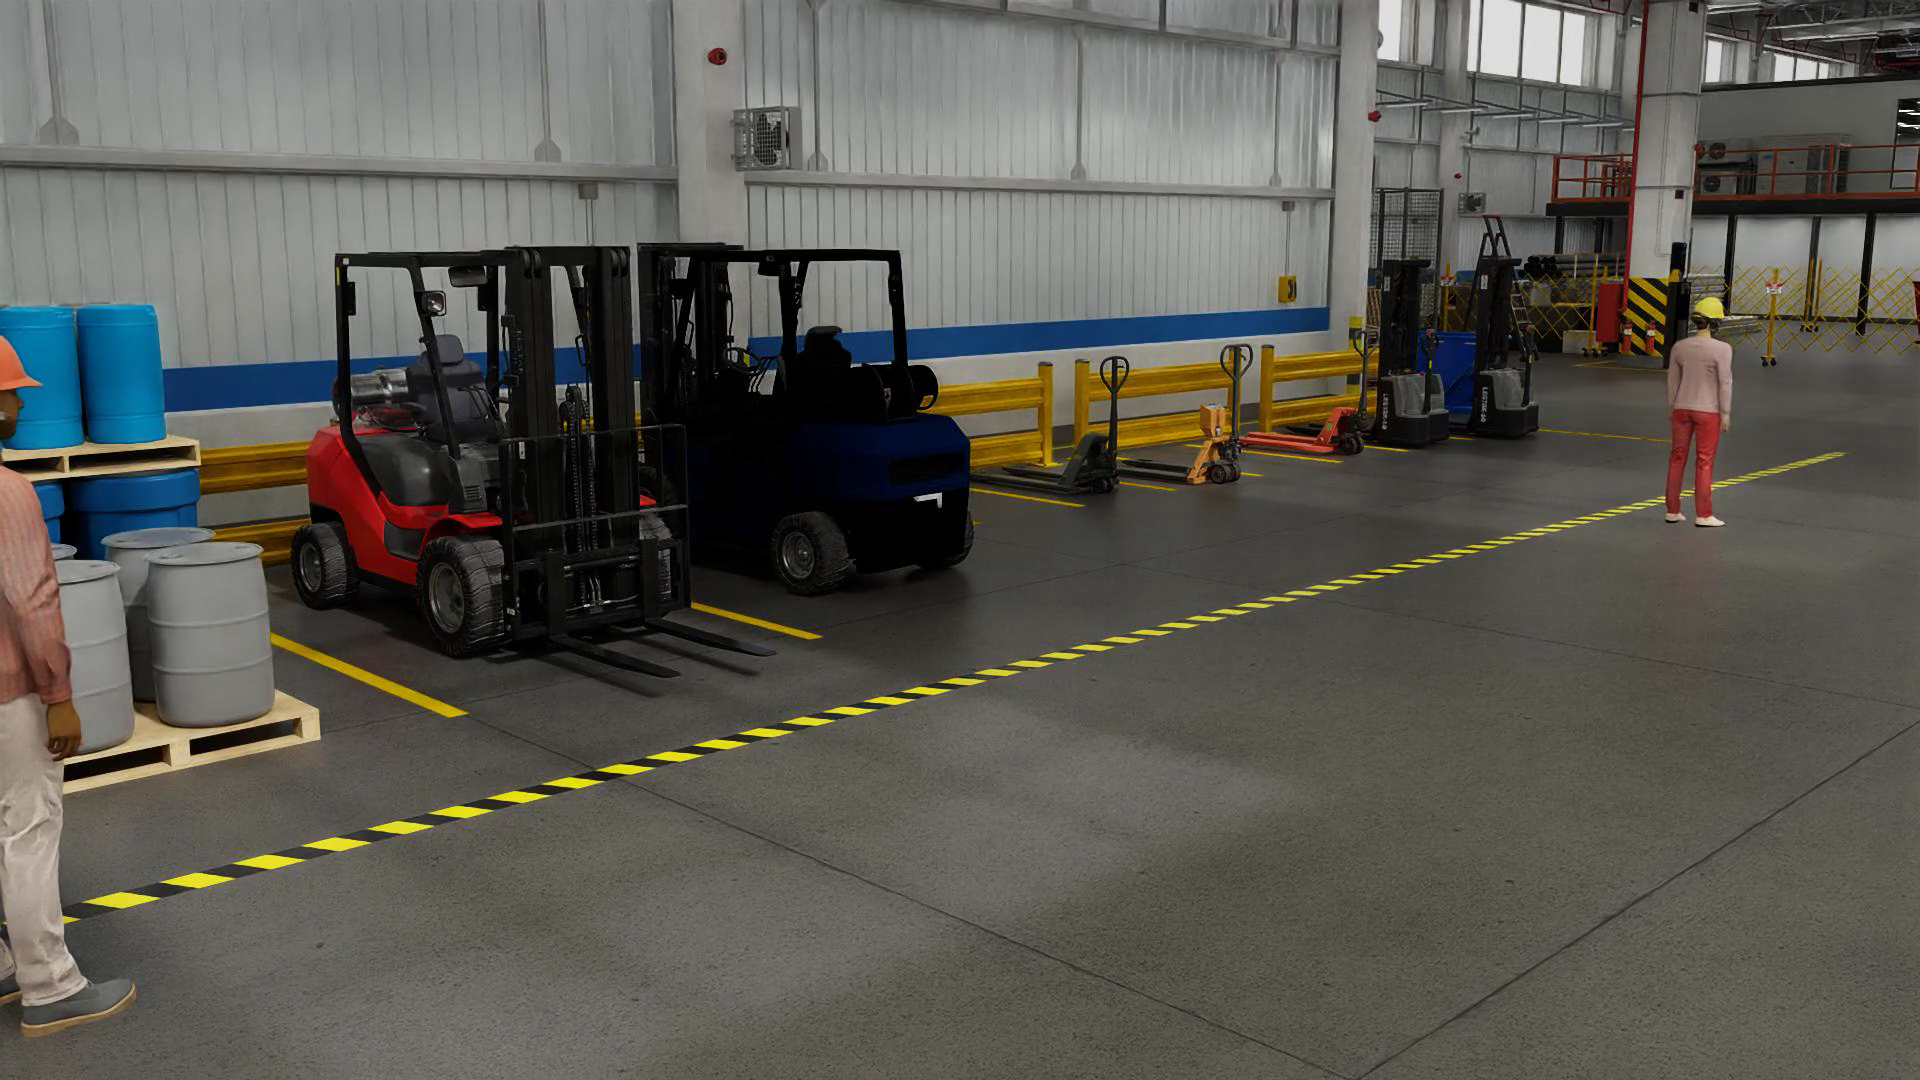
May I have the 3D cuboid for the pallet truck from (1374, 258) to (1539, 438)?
[{"bbox_3d":[5.704,-2.208,18.901,1.885,1.965,0.823,10,14,43],"label":"pallet truck"}]

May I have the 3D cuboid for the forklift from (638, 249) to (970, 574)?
[{"bbox_3d":[-1.173,-0.958,11.239,2.680,1.987,1.157,10,14,43],"label":"forklift"}]

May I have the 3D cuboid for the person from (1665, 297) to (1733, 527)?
[{"bbox_3d":[5.714,-0.985,12.862,0.325,1.769,0.524,-7,12,-32],"label":"person"}]

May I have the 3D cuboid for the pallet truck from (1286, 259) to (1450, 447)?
[{"bbox_3d":[4.493,-2.078,18.196,0.823,1.965,1.885,-9,14,-40],"label":"pallet truck"}]

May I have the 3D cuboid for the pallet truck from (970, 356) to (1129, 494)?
[{"bbox_3d":[0.784,-1.085,14.876,0.680,1.201,1.601,-10,14,-44],"label":"pallet truck"}]

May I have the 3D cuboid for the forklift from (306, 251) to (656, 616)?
[{"bbox_3d":[-2.833,-0.669,9.694,1.157,1.987,2.680,-10,14,-44],"label":"forklift"}]

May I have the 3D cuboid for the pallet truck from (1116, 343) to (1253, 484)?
[{"bbox_3d":[1.962,-1.215,15.415,1.522,1.261,0.704,10,14,43],"label":"pallet truck"}]

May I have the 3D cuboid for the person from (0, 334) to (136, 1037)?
[{"bbox_3d":[-2.696,0.403,4.672,0.612,1.995,0.377,6,12,28],"label":"person"}]

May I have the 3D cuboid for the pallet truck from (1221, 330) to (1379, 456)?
[{"bbox_3d":[3.563,-1.581,17.381,0.653,1.274,1.630,-10,14,-44],"label":"pallet truck"}]
